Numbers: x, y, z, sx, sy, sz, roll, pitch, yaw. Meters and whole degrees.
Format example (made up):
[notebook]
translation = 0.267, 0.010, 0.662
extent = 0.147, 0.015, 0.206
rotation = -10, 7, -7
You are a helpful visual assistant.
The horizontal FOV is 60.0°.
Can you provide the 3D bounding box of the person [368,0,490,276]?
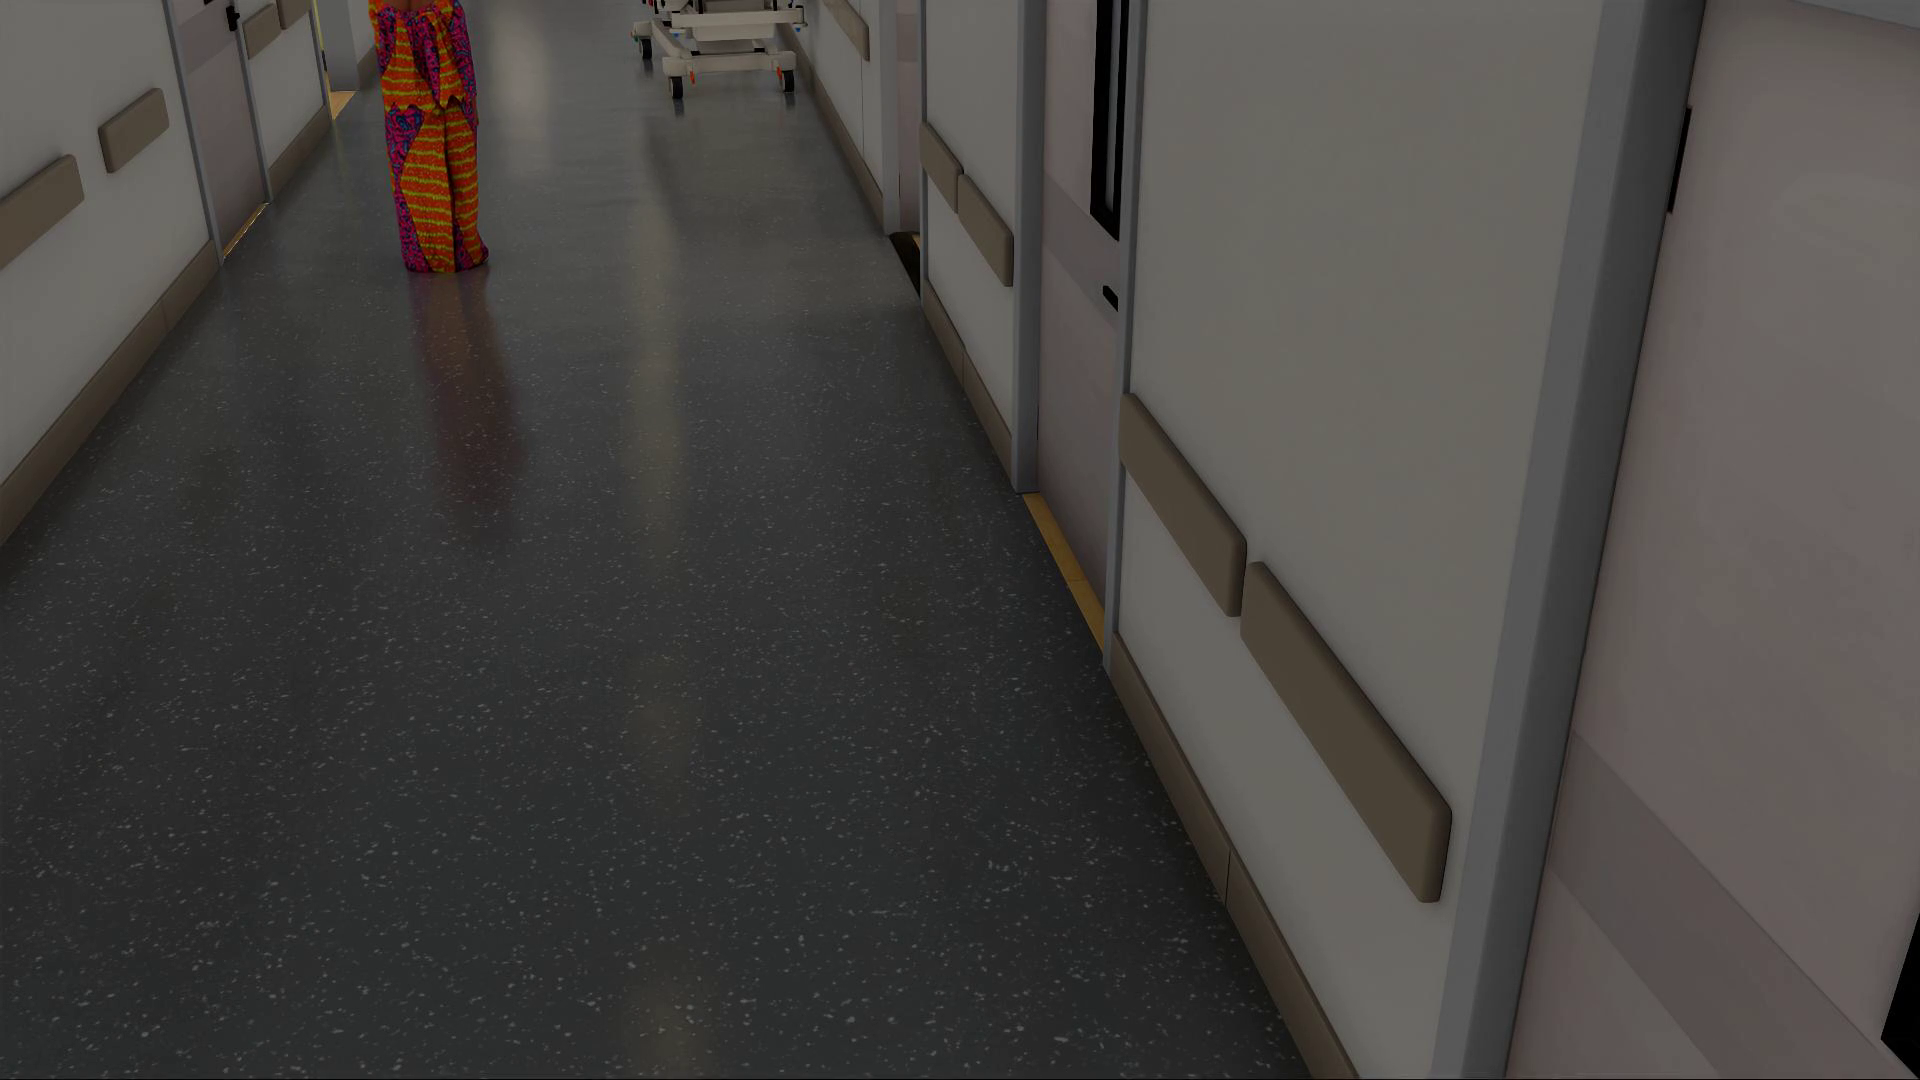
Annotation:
[person]
translation = -2.645, -2.192, 8.264
extent = 0.681, 1.681, 0.802
rotation = 2, 26, 4
